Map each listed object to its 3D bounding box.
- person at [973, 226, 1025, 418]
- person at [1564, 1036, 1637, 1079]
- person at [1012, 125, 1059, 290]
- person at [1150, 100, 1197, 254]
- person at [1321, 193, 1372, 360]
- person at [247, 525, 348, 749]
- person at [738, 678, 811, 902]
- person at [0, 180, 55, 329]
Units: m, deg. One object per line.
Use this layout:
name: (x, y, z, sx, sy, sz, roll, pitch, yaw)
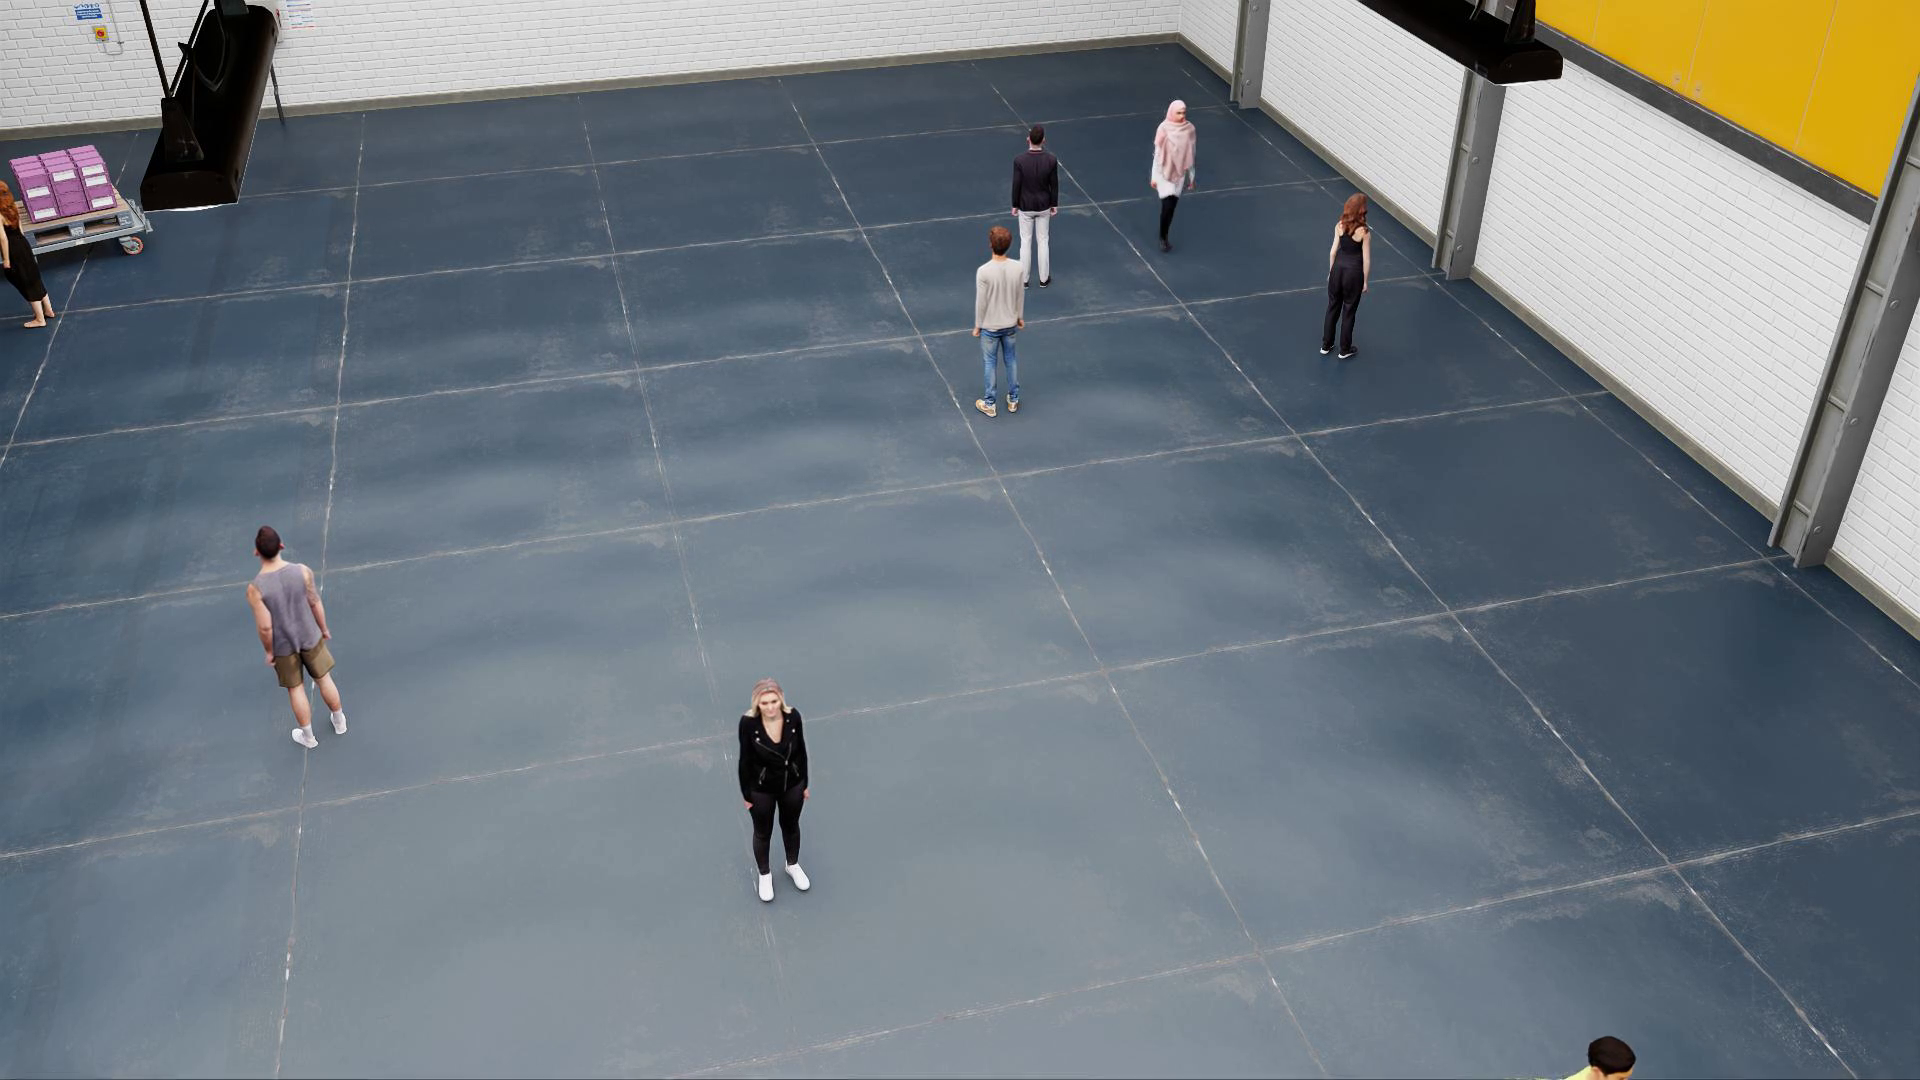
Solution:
person: (0.375, -2.082, 15.924, 0.688, 1.902, 0.582, -12, 35, -17)
person: (3.016, 3.052, 8.415, 0.891, 1.663, 1.151, -21, 39, -28)
person: (0.817, -3.678, 18.379, 0.708, 1.842, 0.613, -1, 34, -1)
person: (2.408, -4.231, 19.259, 0.642, 1.788, 0.645, -9, 35, -14)
person: (3.949, -2.711, 17.011, 0.637, 1.746, 0.722, 22, 40, 30)
person: (-4.753, 0.695, 11.862, 0.713, 1.844, 0.715, -26, 42, -33)
person: (-1.184, 1.566, 10.630, 0.630, 1.686, 0.560, -12, 36, -18)
person: (-9.984, -3.043, 17.619, 0.706, 1.624, 0.592, 1, 34, 1)
